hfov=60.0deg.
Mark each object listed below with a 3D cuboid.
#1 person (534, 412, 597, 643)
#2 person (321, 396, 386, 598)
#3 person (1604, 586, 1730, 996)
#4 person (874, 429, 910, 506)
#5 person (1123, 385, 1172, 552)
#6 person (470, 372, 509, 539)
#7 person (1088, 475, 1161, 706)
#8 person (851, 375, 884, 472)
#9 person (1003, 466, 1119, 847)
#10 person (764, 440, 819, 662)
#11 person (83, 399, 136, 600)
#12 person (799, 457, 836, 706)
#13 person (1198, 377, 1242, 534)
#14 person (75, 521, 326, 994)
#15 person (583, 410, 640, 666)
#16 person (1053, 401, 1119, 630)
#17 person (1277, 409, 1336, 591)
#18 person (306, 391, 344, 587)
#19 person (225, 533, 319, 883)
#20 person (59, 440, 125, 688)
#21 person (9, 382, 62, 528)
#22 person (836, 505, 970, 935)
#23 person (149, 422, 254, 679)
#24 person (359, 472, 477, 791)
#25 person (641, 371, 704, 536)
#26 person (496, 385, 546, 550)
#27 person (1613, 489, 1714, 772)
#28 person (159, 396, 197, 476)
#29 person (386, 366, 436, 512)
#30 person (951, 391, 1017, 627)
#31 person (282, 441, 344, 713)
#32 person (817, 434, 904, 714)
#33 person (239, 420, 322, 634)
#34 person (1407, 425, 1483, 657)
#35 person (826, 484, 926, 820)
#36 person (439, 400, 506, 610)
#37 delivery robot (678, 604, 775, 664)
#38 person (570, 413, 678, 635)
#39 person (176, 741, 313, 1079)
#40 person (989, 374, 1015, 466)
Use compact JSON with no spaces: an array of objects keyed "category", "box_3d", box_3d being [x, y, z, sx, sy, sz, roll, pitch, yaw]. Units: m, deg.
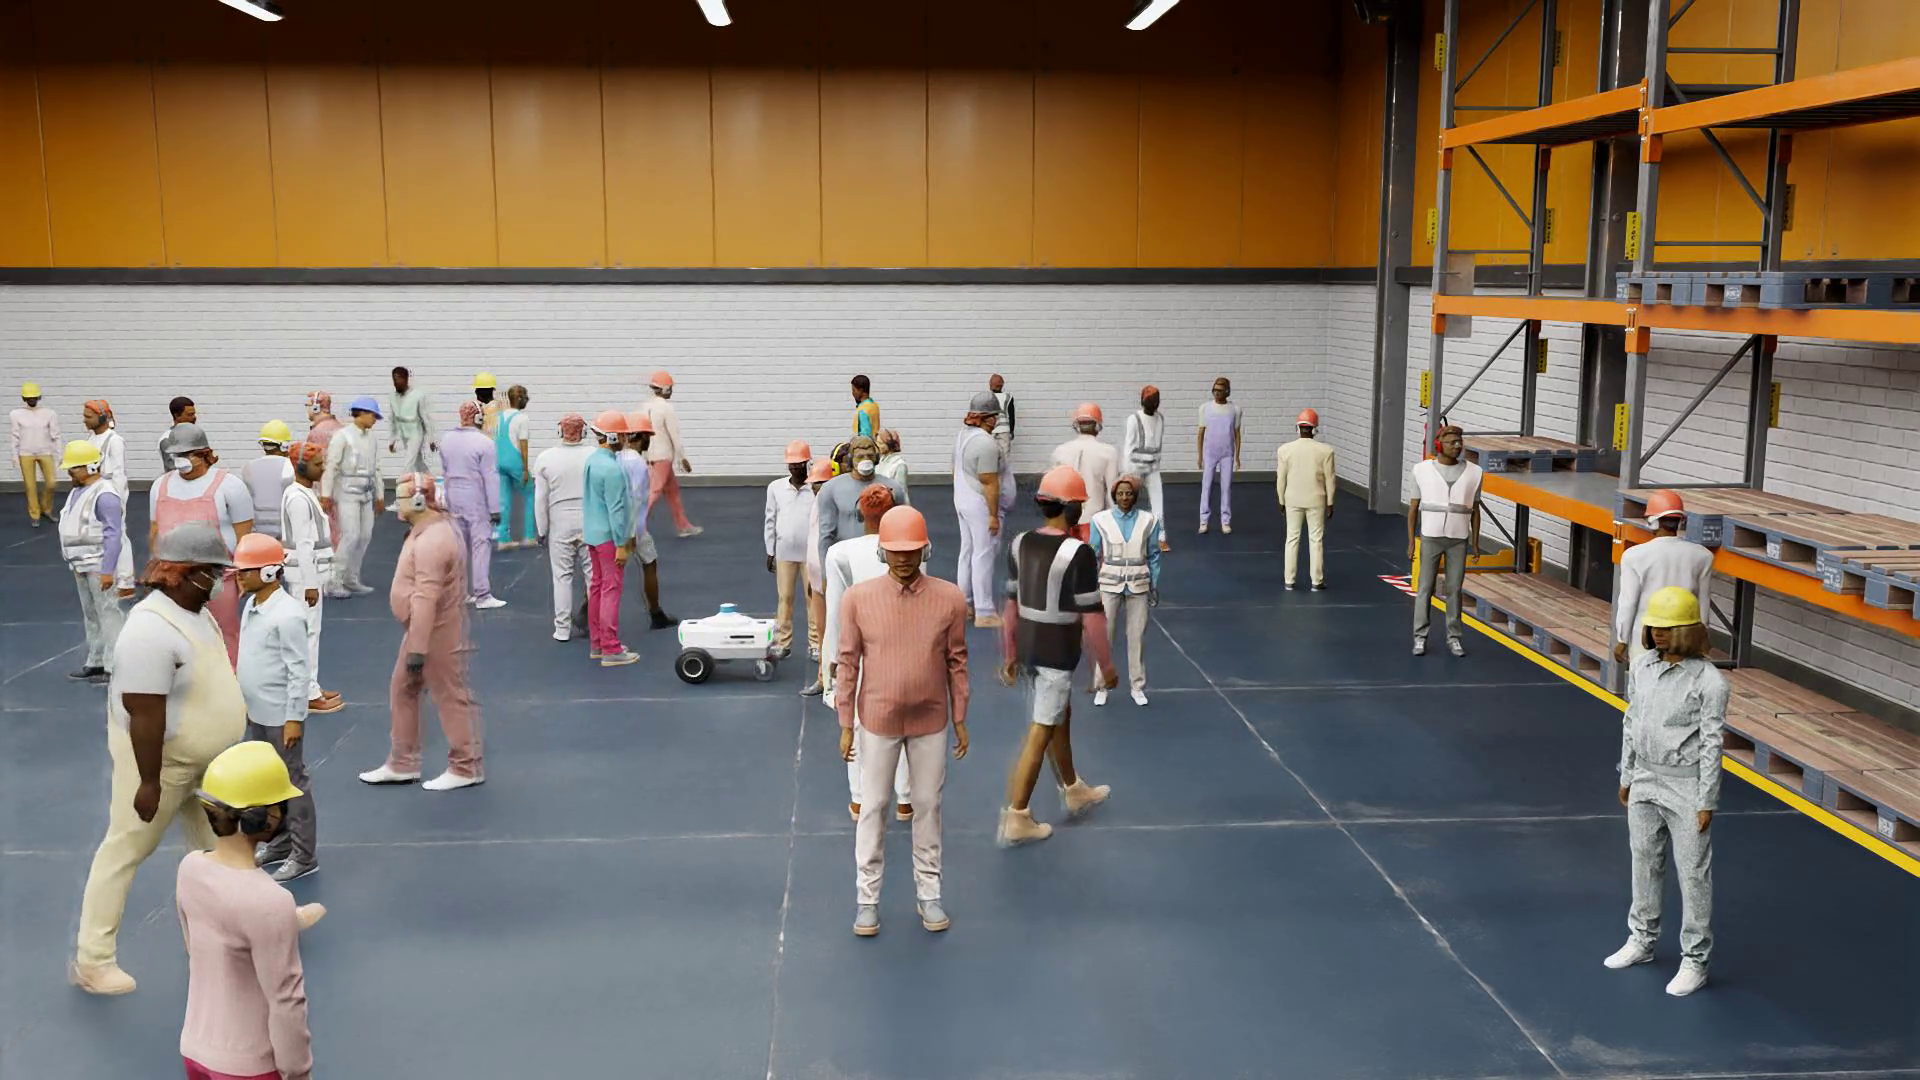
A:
[{"category":"person","box_3d":[-3.177,-0.107,13.749,0.655,1.906,0.407,-3,9,-16]},{"category":"person","box_3d":[-5.703,-0.404,15.696,0.401,1.883,0.695,3,9,16]},{"category":"person","box_3d":[2.994,1.047,7.053,0.343,1.736,0.484,-5,10,-27]},{"category":"person","box_3d":[-0.626,-0.210,15.269,0.322,1.627,0.510,-5,10,-30]},{"category":"person","box_3d":[1.990,-0.811,18.427,0.635,1.842,0.946,-6,11,-35]},{"category":"person","box_3d":[-5.390,-0.963,19.103,0.392,1.921,0.587,-2,9,-10]},{"category":"person","box_3d":[1.149,0.354,11.692,0.523,1.639,0.306,0,9,-2]},{"category":"person","box_3d":[-1.045,-0.908,18.759,0.390,1.914,0.587,1,9,6]},{"category":"person","box_3d":[0.578,0.605,8.952,0.978,2.001,0.615,-6,11,-34]},{"category":"person","box_3d":[-1.256,0.088,13.004,0.561,1.752,0.327,1,9,5]},{"category":"person","box_3d":[-7.965,-0.375,15.538,0.582,1.878,0.354,7,12,39]},{"category":"person","box_3d":[-0.934,0.285,11.763,0.332,1.749,0.573,-6,11,-34]},{"category":"person","box_3d":[3.038,-0.987,19.479,0.506,1.843,0.351,1,9,6]},{"category":"person","box_3d":[-3.341,0.873,7.177,1.026,2.000,0.766,-1,9,-9]},{"category":"person","box_3d":[-2.722,-0.019,12.956,0.407,1.987,0.614,-5,10,-30]},{"category":"person","box_3d":[1.014,-0.184,14.079,0.637,1.957,0.839,5,10,29]},{"category":"person","box_3d":[3.322,-0.382,15.957,0.563,1.750,0.327,3,10,20]},{"category":"person","box_3d":[-6.195,-0.500,16.222,0.401,1.906,0.651,-1,9,-6]},{"category":"person","box_3d":[-3.456,0.831,8.336,0.332,1.749,0.573,-9,13,-44]},{"category":"person","box_3d":[-6.403,0.168,12.272,0.587,1.828,0.404,7,12,39]},{"category":"person","box_3d":[-11.118,-1.028,20.021,0.543,1.754,0.472,-5,10,-30]},{"category":"person","box_3d":[-0.256,0.824,7.625,0.619,1.992,0.396,-2,9,-10]},{"category":"person","box_3d":[-5.203,0.210,11.338,0.690,2.000,0.538,0,9,1]},{"category":"person","box_3d":[-3.219,0.552,9.664,0.785,1.881,0.673,-3,10,-20]},{"category":"person","box_3d":[-3.411,-0.945,18.927,1.037,1.948,0.614,-6,11,-33]},{"category":"person","box_3d":[-4.870,-0.801,18.386,0.541,1.819,0.682,6,11,32]},{"category":"person","box_3d":[4.203,0.568,10.004,0.564,1.747,0.349,0,9,-2]},{"category":"person","box_3d":[-7.173,-0.367,15.345,0.371,1.916,0.597,-1,9,-6]},{"category":"person","box_3d":[-7.105,-1.331,21.593,0.599,1.868,1.020,6,11,31]},{"category":"person","box_3d":[0.226,-0.280,14.415,0.535,2.000,0.684,-4,10,-22]},{"category":"person","box_3d":[-4.517,0.255,11.544,0.340,1.882,0.586,-4,10,-22]},{"category":"person","box_3d":[-0.674,0.230,11.531,0.627,1.941,0.371,-3,10,-20]},{"category":"person","box_3d":[-5.629,-0.079,13.802,0.589,1.834,0.403,1,9,6]},{"category":"person","box_3d":[3.847,0.003,13.231,0.570,1.849,0.379,1,9,5]},{"category":"person","box_3d":[-0.449,0.626,9.223,0.572,1.883,0.355,1,9,3]},{"category":"person","box_3d":[-4.417,-0.321,15.140,0.646,1.901,0.394,5,10,29]},{"category":"delivery robot","box_3d":[-1.743,0.722,12.484,0.707,0.478,0.477,0,9,-3]},{"category":"person","box_3d":[-2.846,-0.126,13.992,0.930,1.883,0.584,-7,11,-37]},{"category":"person","box_3d":[-1.960,1.421,4.626,0.518,1.756,0.342,7,11,36]},{"category":"person","box_3d":[0.519,-1.505,23.360,0.512,1.642,0.311,0,9,1]}]
